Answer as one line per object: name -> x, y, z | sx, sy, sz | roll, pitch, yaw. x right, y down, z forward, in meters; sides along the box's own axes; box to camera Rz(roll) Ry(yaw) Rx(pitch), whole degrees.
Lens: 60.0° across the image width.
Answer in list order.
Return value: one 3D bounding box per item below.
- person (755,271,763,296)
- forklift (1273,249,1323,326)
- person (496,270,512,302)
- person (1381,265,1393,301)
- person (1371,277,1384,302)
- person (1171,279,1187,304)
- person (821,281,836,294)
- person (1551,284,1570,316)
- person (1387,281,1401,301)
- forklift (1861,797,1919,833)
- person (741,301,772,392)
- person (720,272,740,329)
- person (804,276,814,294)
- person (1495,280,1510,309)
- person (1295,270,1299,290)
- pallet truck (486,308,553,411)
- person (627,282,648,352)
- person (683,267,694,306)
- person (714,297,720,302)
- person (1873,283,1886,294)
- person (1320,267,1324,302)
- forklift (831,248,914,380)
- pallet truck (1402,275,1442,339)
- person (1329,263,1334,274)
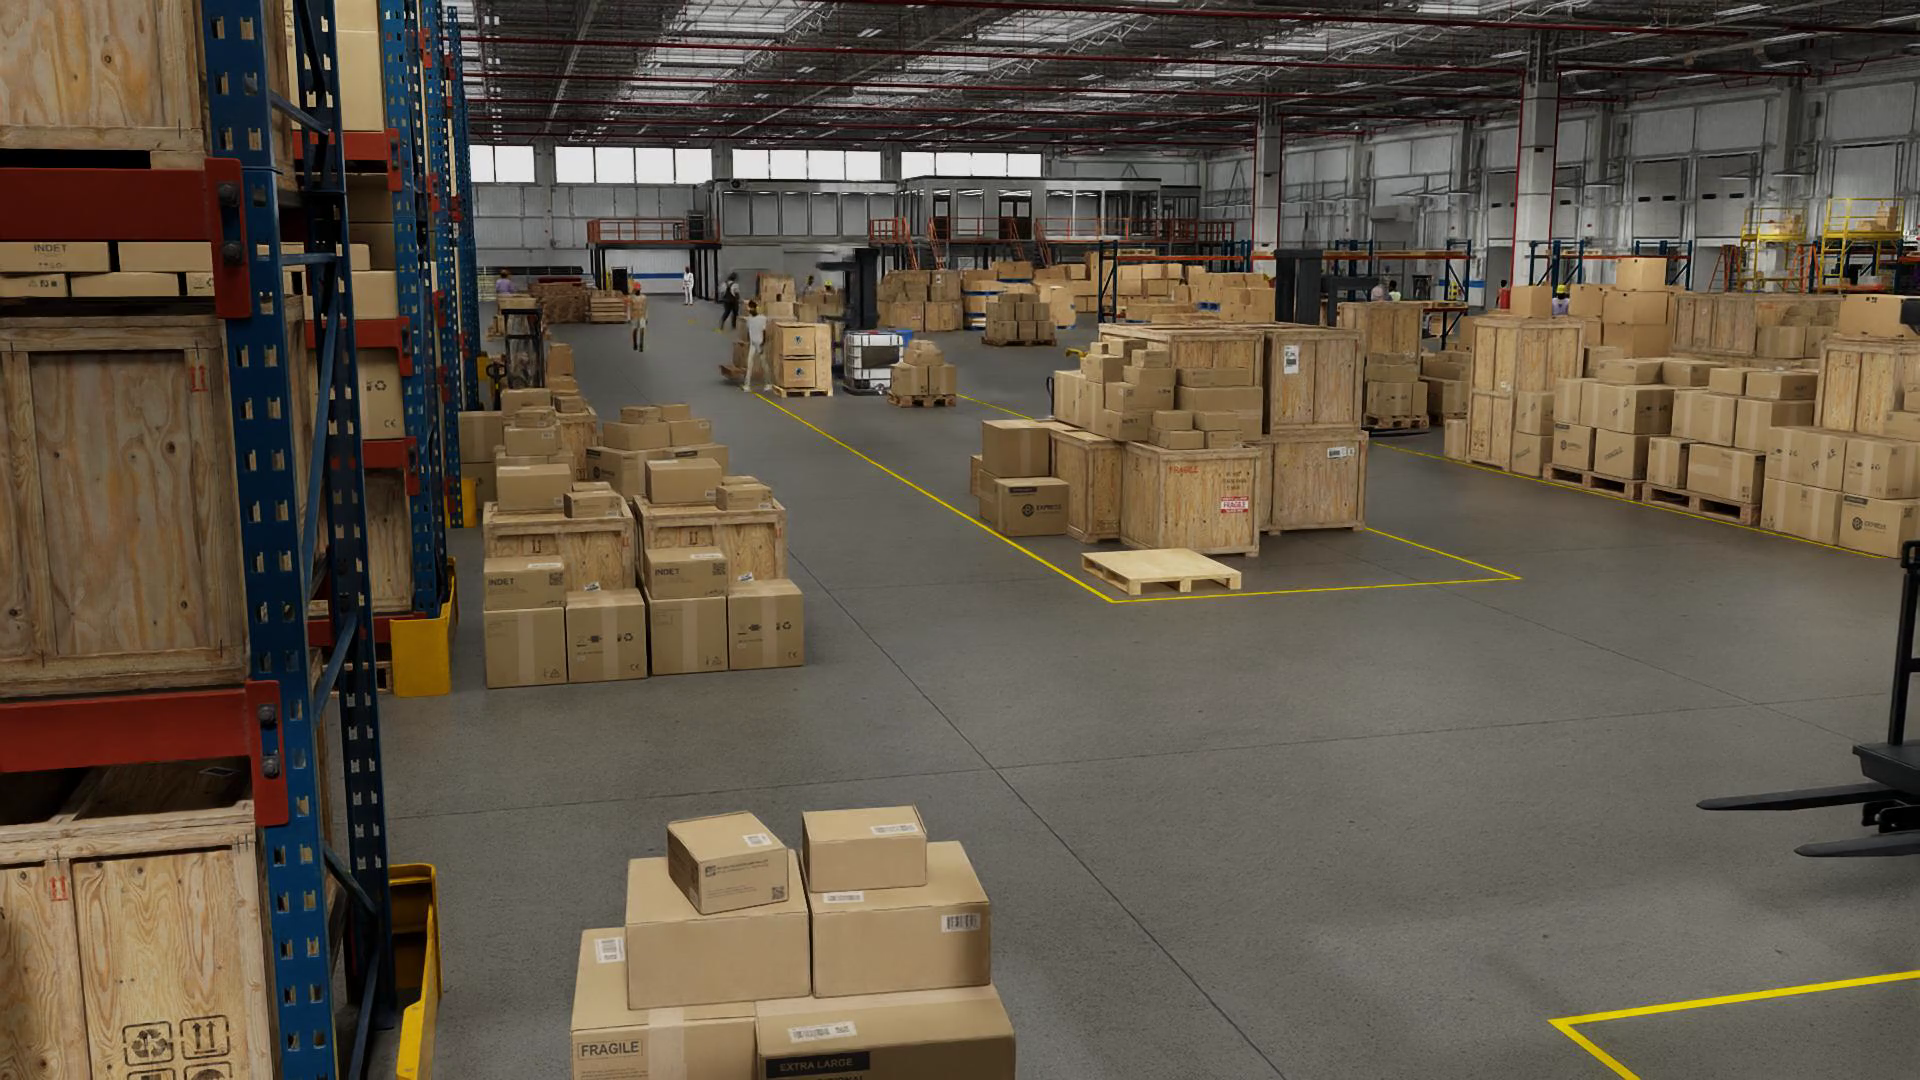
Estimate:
person -> -7.309, -8.966, 61.563 | 0.929, 1.962, 0.614 | 5, 11, 26
forklift -> 4.855, -2.824, 24.162 | 1.873, 2.768, 1.129 | -3, 10, -15
person -> -16.941, -9.024, 61.769 | 0.637, 2.002, 0.413 | -5, 11, -26
person -> 20.744, -12.371, 80.865 | 0.605, 1.948, 0.386 | 7, 12, 33
person -> 14.684, -8.359, 58.579 | 0.657, 1.789, 0.959 | -3, 10, -14
person -> 6.508, -6.693, 48.745 | 0.631, 1.939, 0.372 | 0, 10, -2
person -> -4.540, -8.078, 57.275 | 0.533, 1.699, 1.021 | 1, 10, 7
person -> 14.881, -5.373, 41.293 | 0.587, 1.928, 0.364 | 4, 11, 21
person -> 12.085, -6.274, 46.431 | 0.392, 1.917, 0.587 | 8, 13, 37
forklift -> 5.467, 0.096, 7.631 | 1.873, 2.768, 1.129 | -3, 10, -15
person -> -4.024, -3.844, 32.995 | 0.503, 1.814, 1.022 | 4, 11, 20
person -> -7.880, -8.280, 57.438 | 0.704, 2.000, 0.698 | 5, 11, 27
person -> -5.177, -8.334, 58.340 | 0.987, 1.820, 0.519 | 5, 11, 27
person -> 19.093, -8.297, 58.499 | 0.535, 1.700, 0.318 | -2, 10, -11
person -> 16.555, -12.307, 80.670 | 0.865, 1.883, 0.569 | -4, 11, -23
pallet truck -> -6.242, -2.418, 24.362 | 0.823, 1.965, 1.885 | 1, 10, 3
person -> -8.828, -6.113, 45.540 | 0.548, 1.918, 0.726 | -3, 11, -18
person -> -13.173, -12.287, 80.568 | 0.587, 1.882, 0.342 | 5, 11, 25
person -> -12.003, -12.959, 84.495 | 1.012, 1.832, 0.712 | -3, 10, -15
person -> 23.274, -5.551, 42.288 | 0.556, 1.923, 0.479 | -10, 14, -44
person -> 17.496, -12.362, 80.872 | 0.594, 1.924, 0.382 | 6, 12, 31
forklift -> -1.993, -4.881, 35.811 | 1.873, 2.768, 1.129 | -3, 10, -15
pallet truck -> 14.620, -7.324, 52.145 | 0.823, 1.965, 1.885 | 8, 13, 40
person -> 19.256, -13.324, 86.133 | 0.622, 1.990, 0.402 | -7, 12, -33
